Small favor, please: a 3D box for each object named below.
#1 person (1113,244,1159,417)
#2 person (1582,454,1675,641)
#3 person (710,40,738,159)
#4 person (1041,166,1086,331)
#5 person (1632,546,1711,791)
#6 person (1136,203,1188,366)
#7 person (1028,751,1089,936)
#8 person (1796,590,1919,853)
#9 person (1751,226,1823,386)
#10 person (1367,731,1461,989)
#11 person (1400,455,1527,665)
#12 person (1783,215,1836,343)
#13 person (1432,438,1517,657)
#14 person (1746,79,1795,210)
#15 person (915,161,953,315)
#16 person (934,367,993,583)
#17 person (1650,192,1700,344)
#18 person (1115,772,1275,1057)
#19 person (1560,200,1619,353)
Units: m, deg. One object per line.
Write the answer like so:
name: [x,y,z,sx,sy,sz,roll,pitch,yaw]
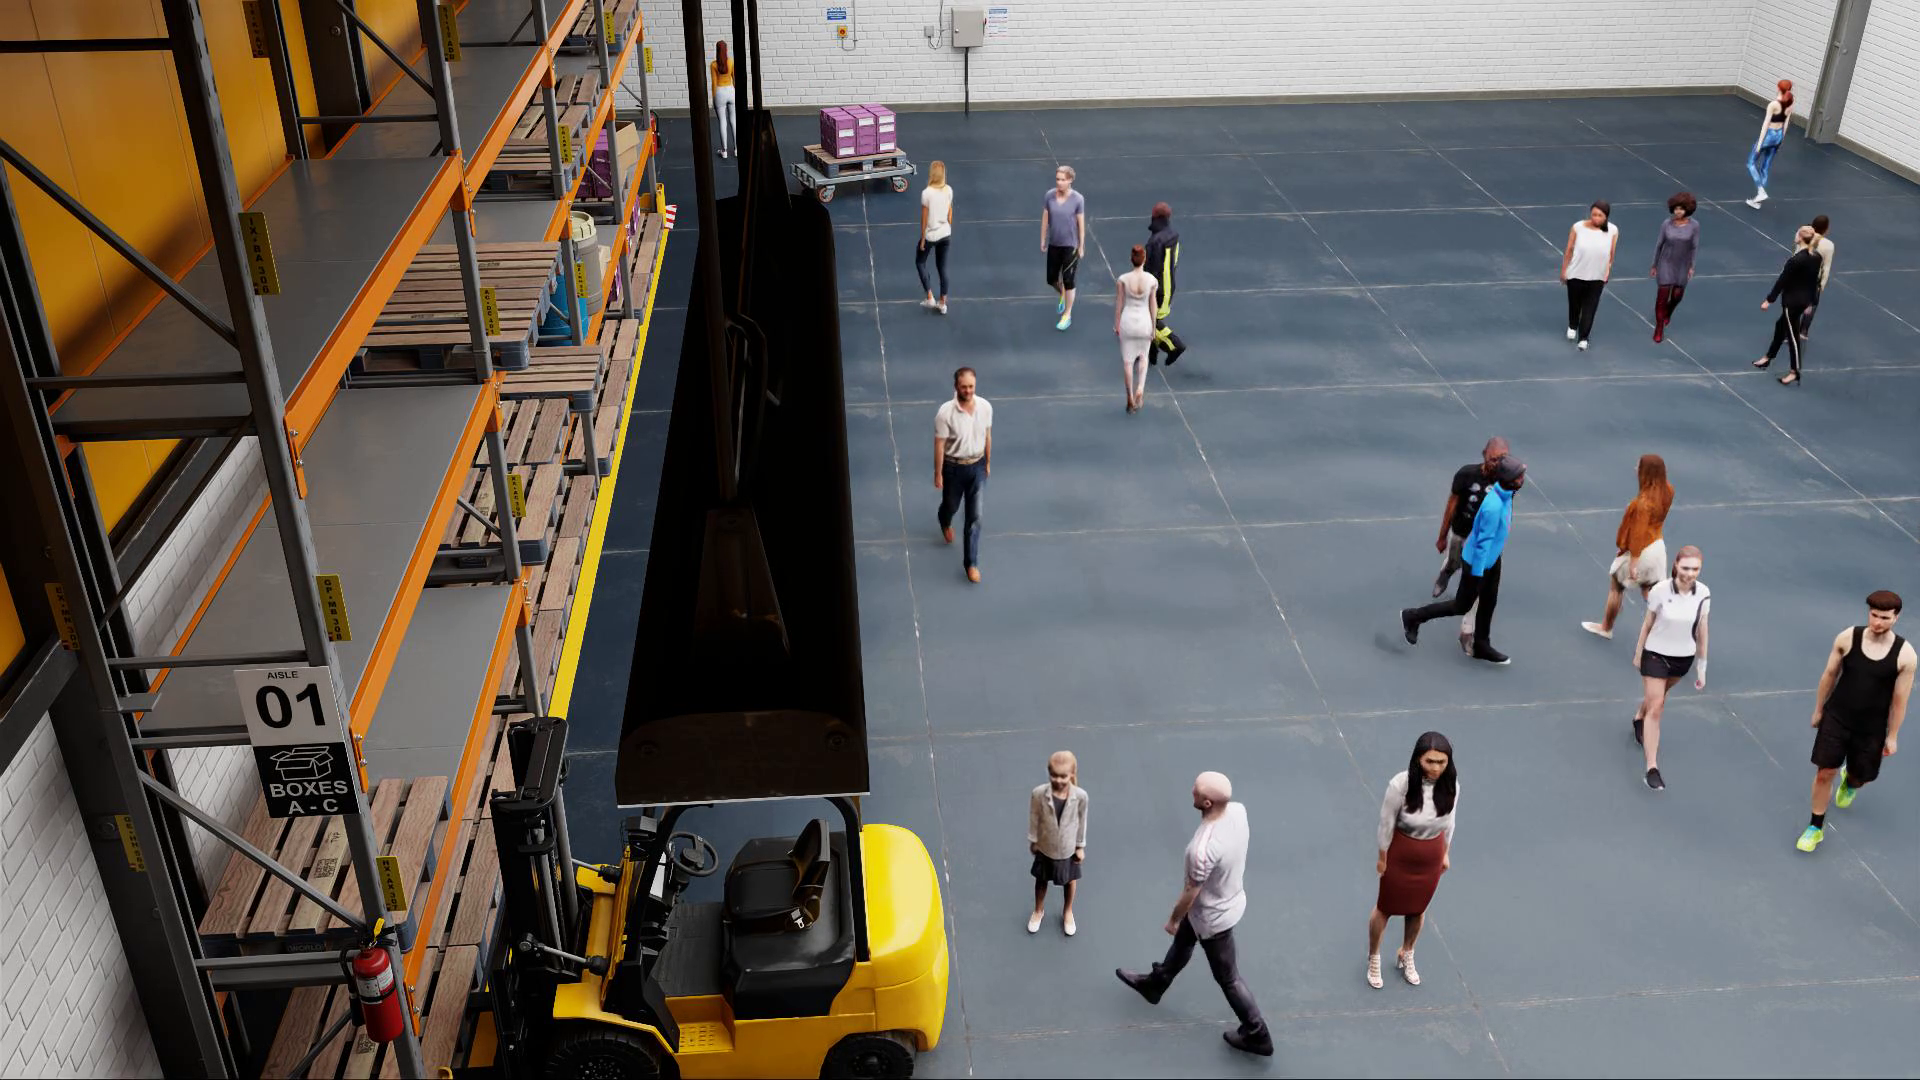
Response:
person: [1.754,-2.073,16.711,0.625,1.782,0.635,2,29,3]
person: [5.314,0.148,12.743,0.975,1.683,1.172,-18,33,-30]
person: [-3.553,-6.695,25.217,0.656,1.751,0.657,-12,31,-20]
person: [1.231,-3.376,19.007,0.947,1.870,1.042,12,31,21]
person: [4.894,0.793,11.543,0.658,1.699,1.154,1,29,2]
person: [2.197,-2.712,17.858,1.092,1.805,1.059,16,32,26]
person: [0.593,1.826,10.092,0.550,1.275,0.569,3,29,6]
person: [5.808,1.133,10.733,1.051,1.878,1.121,21,35,33]
person: [8.840,-2.419,17.458,0.855,1.674,0.977,-20,34,-32]
person: [2.604,1.843,9.566,0.591,1.750,0.501,-2,29,-3]
person: [3.877,0.147,12.657,1.068,1.767,1.121,16,32,26]
person: [9.425,-2.877,18.527,0.641,1.455,0.673,15,32,25]
person: [4.040,-0.066,13.080,0.957,1.736,1.404,6,29,11]
person: [11.150,-5.396,22.809,0.633,1.775,0.704,-7,29,-12]
person: [-0.227,-3.466,19.253,0.738,1.793,0.765,-17,33,-29]
person: [0.005,-0.633,14.026,0.809,1.825,1.226,-7,29,-13]
person: [7.985,-3.074,18.633,0.783,1.698,0.872,11,31,19]
person: [1.466,2.085,9.092,1.179,1.779,1.266,15,32,25]
person: [6.983,-2.971,18.498,0.980,1.648,1.177,11,31,20]
